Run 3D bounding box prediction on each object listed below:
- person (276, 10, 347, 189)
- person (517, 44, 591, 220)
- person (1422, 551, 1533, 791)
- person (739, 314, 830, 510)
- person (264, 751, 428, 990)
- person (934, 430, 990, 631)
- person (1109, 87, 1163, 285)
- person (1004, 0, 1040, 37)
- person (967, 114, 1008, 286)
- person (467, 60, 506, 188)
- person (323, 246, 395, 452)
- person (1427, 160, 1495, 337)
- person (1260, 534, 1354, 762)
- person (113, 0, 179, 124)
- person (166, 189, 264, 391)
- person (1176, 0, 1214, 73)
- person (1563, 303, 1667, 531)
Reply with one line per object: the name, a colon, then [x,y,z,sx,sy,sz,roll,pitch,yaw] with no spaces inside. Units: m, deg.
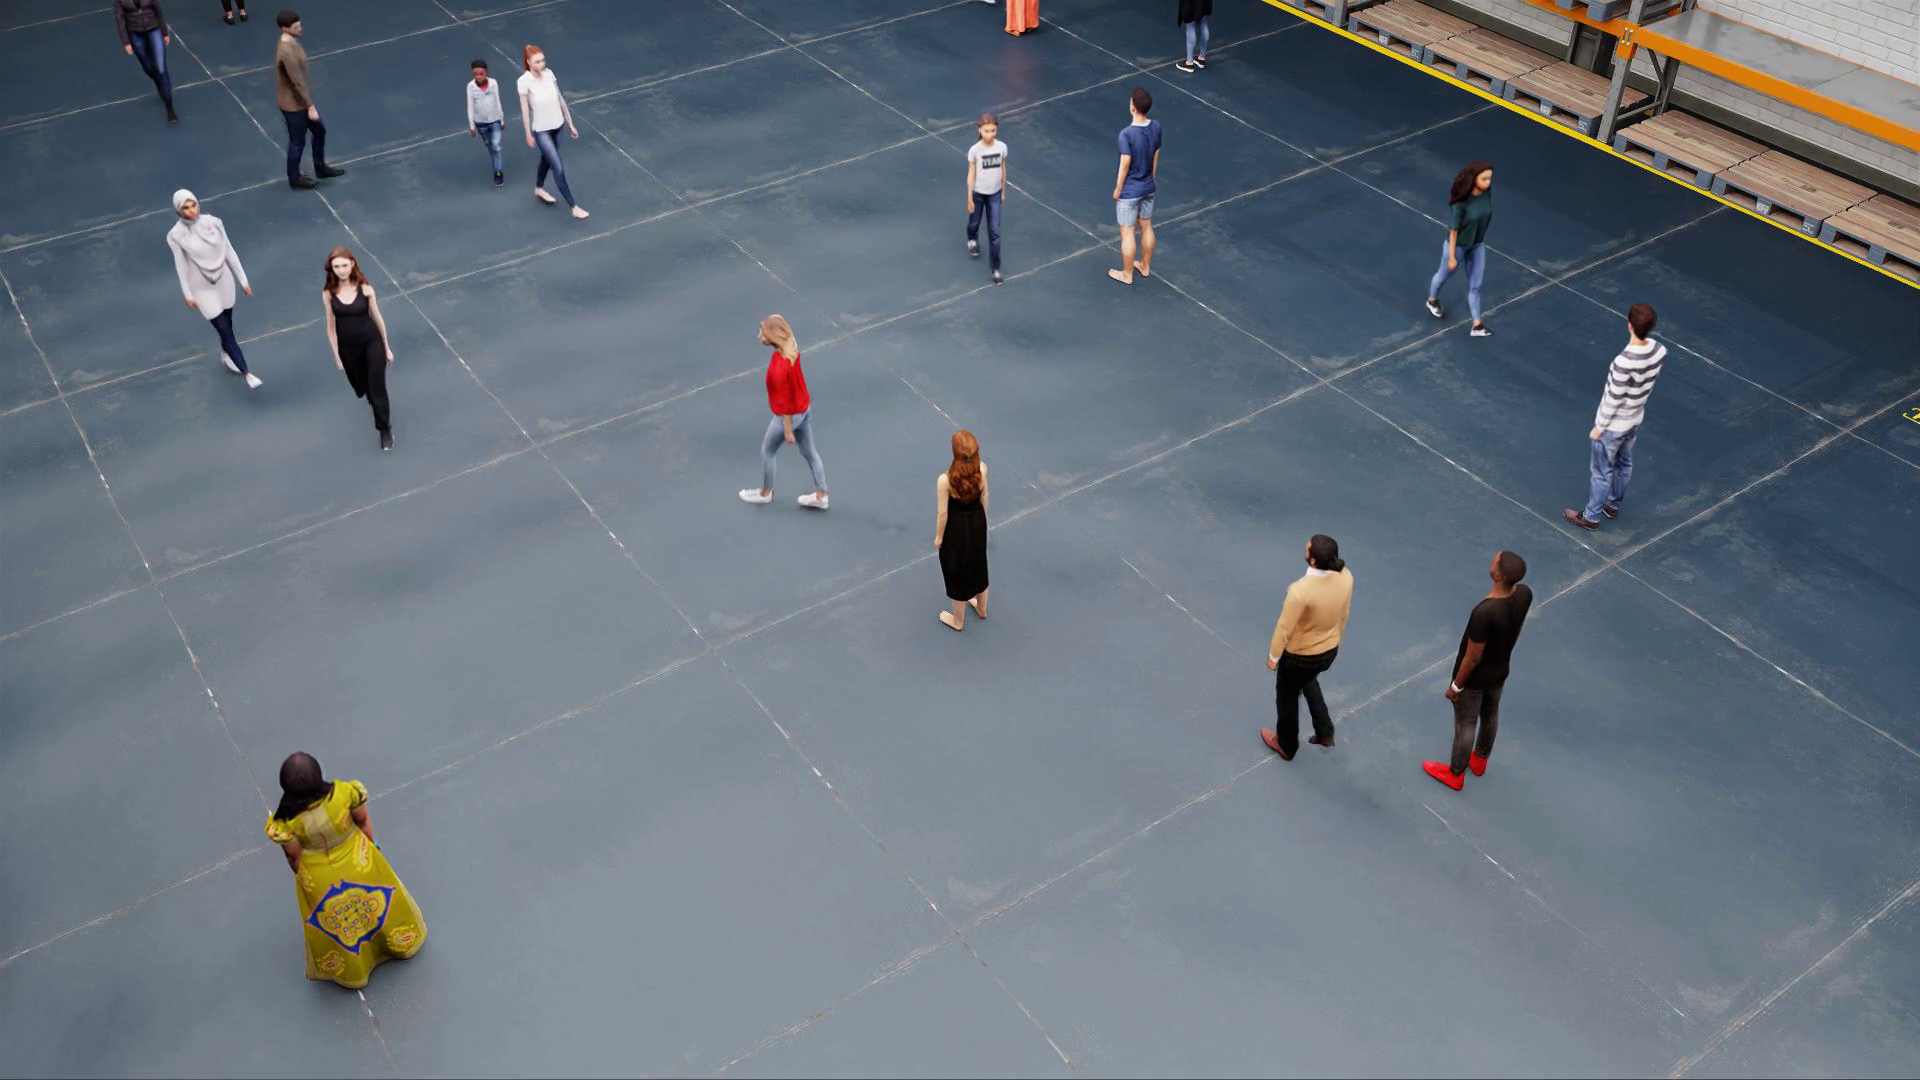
person: [-6.692,-4.372,16.598,0.875,1.839,0.846,-13,40,-16]
person: [-4.087,-4.012,16.267,1.192,1.689,0.825,26,45,29]
person: [3.201,0.795,10.155,0.629,1.805,0.520,-22,44,-25]
person: [-1.183,-0.912,12.396,1.037,1.676,0.960,9,39,11]
person: [-3.389,1.771,9.050,0.839,1.659,0.749,-22,44,-25]
person: [0.026,-0.066,11.378,0.555,1.624,0.553,-22,44,-25]
person: [1.614,-3.217,15.145,0.608,1.848,0.548,-22,44,-25]
person: [0.722,-6.940,19.843,0.616,1.801,0.574,-22,44,-25]
person: [0.210,-3.243,15.437,0.828,1.523,1.149,-9,39,-11]
person: [-4.831,-4.325,17.025,0.746,1.232,0.945,-5,39,-6]
person: [-4.746,-1.584,13.192,0.805,1.732,1.052,-10,40,-12]
person: [4.355,-2.604,14.596,0.718,1.575,1.109,-17,42,-20]
person: [2.203,0.726,10.294,0.649,1.739,0.701,-24,45,-27]
person: [-8.861,-5.484,18.092,0.760,1.712,1.199,-16,41,-19]
person: [-6.252,-2.124,13.864,1.123,1.738,0.762,31,48,33]
person: [2.720,-6.209,19.023,0.620,1.683,0.551,-22,44,-25]
person: [4.867,-0.897,12.239,0.642,1.848,0.522,-22,44,-25]
